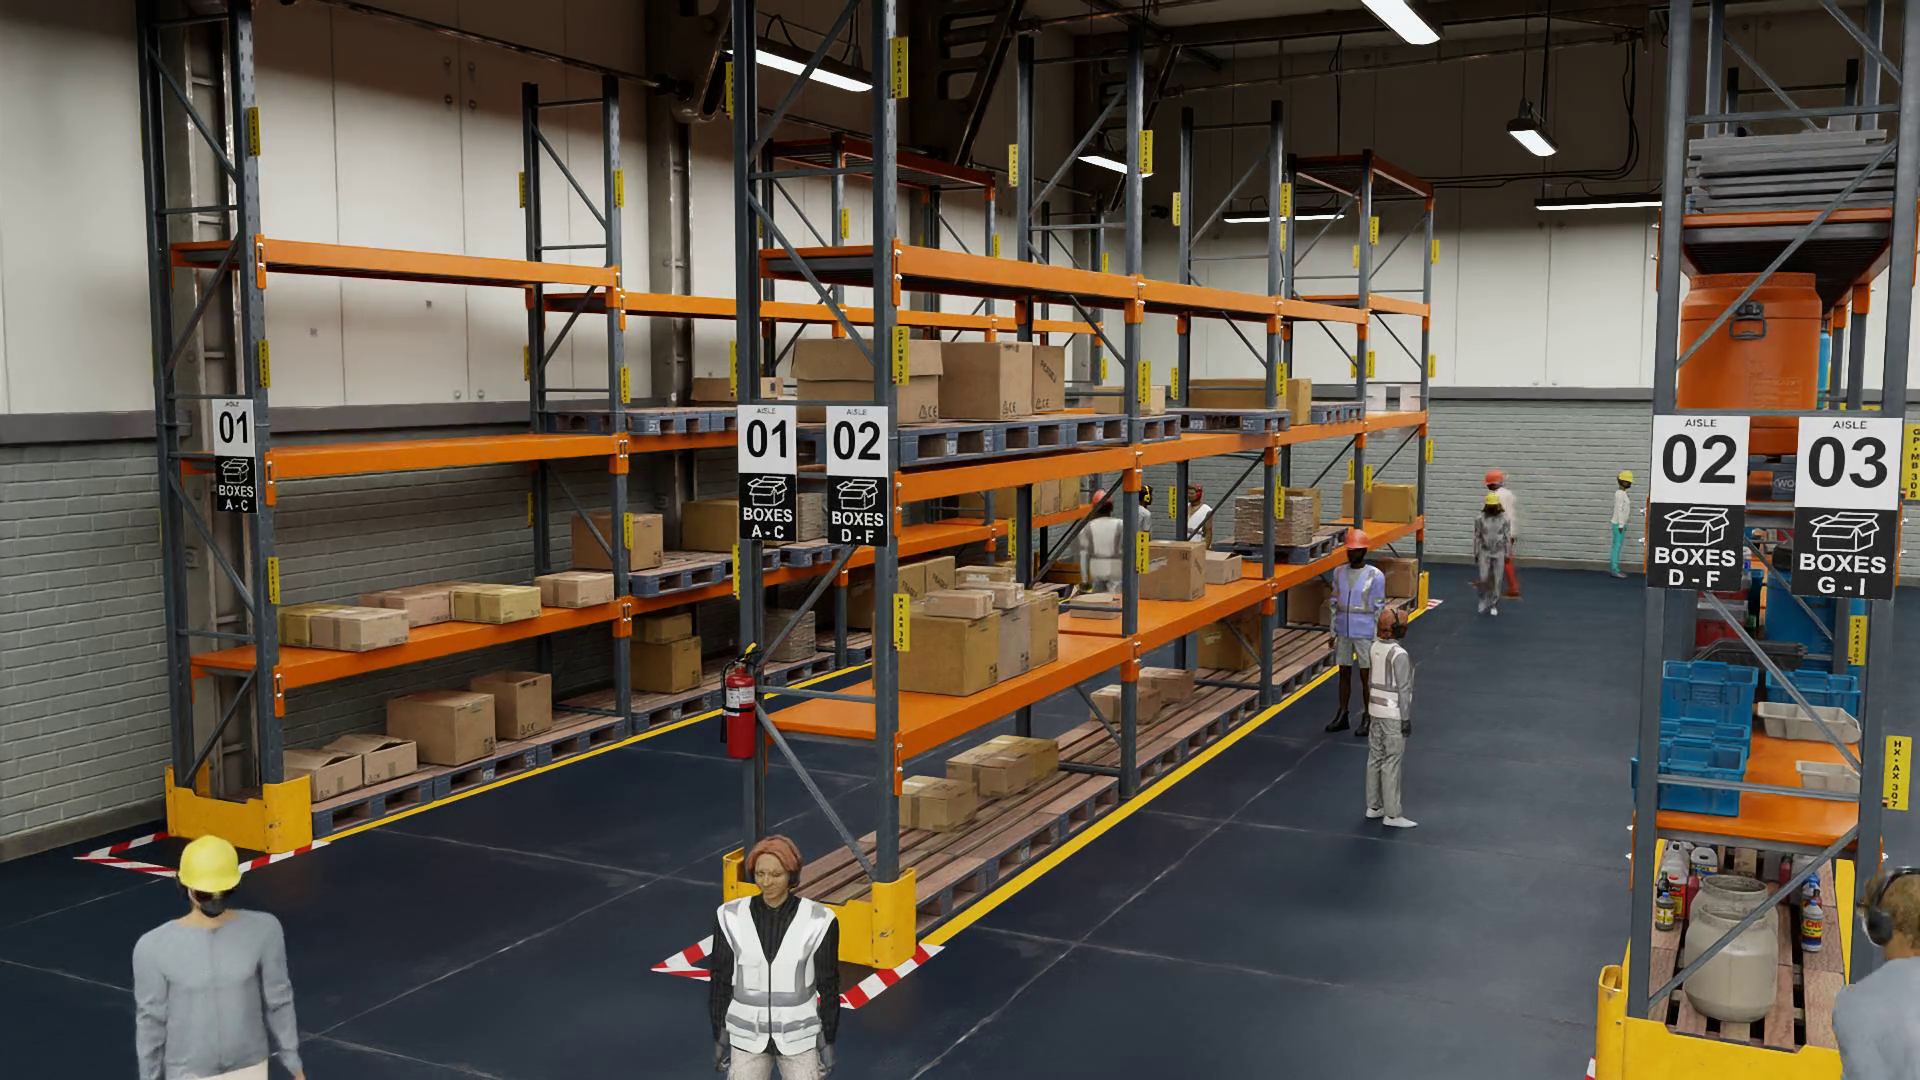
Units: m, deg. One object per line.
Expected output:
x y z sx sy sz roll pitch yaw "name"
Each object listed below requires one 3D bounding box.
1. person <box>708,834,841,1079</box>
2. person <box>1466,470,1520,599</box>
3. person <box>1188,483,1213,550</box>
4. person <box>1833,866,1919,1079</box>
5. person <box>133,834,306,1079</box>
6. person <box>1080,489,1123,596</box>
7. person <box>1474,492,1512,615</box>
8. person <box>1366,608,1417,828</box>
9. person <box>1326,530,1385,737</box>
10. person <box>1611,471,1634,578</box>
-0.718 1.950 6.458 0.514 1.641 0.307 0 6 2 "person"
7.996 -0.091 24.903 0.977 1.926 0.628 5 8 41 "person"
3.277 0.133 23.130 0.389 1.846 0.567 -4 7 -37 "person"
2.968 1.960 5.221 0.631 1.891 1.041 -1 6 -14 "person"
-2.695 1.931 6.072 0.543 1.767 0.379 -5 7 -38 "person"
1.713 0.404 19.664 0.622 2.023 0.749 2 6 16 "person"
7.403 0.195 23.115 0.487 1.729 0.389 2 6 16 "person"
3.230 1.328 12.502 0.309 1.641 0.513 -2 6 -15 "person"
3.690 0.872 15.564 0.567 1.938 0.374 6 8 43 "person"
10.873 -0.253 27.313 0.327 1.760 0.523 3 6 25 "person"
